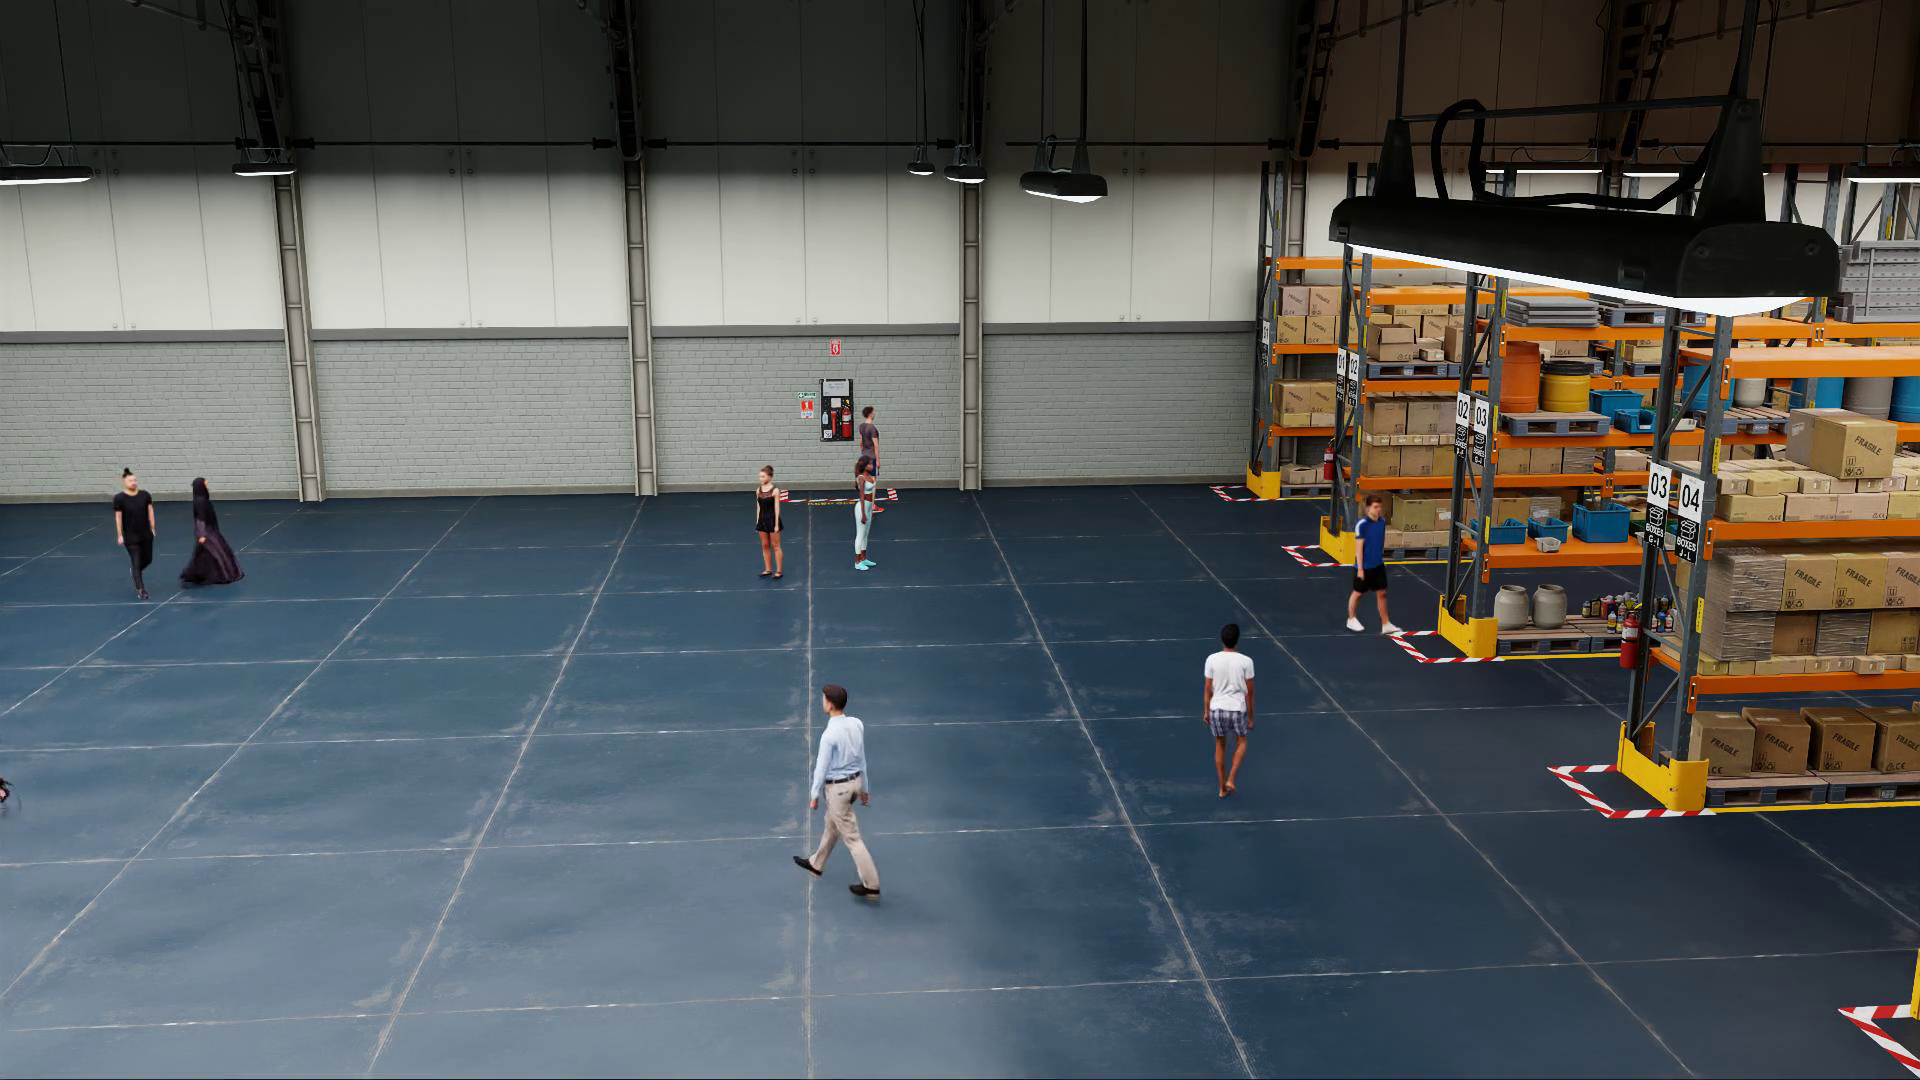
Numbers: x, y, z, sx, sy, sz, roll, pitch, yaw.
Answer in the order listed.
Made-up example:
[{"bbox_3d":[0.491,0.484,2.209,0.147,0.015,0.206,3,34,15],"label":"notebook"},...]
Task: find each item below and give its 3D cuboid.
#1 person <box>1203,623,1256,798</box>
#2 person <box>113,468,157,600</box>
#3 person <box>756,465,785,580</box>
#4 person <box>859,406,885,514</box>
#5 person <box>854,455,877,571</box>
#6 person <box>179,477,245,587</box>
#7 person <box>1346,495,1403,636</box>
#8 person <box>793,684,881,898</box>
[{"bbox_3d":[2.573,1.675,16.005,0.717,1.722,0.830,4,14,18],"label":"person"},{"bbox_3d":[-11.643,-0.111,23.442,1.056,1.847,1.087,-12,18,-43],"label":"person"},{"bbox_3d":[-2.801,-0.267,24.489,0.670,1.679,0.749,8,15,31],"label":"person"},{"bbox_3d":[-1.586,-1.415,29.058,0.739,1.854,0.727,-10,16,-37],"label":"person"},{"bbox_3d":[-1.435,-0.430,25.087,0.640,1.725,0.639,4,14,16],"label":"person"},{"bbox_3d":[-10.949,-0.107,23.974,1.158,1.600,0.816,-5,14,-19],"label":"person"},{"bbox_3d":[5.266,0.308,21.664,1.135,1.833,1.004,-6,15,-26],"label":"person"},{"bbox_3d":[-0.925,2.140,13.844,1.280,1.791,1.131,8,15,32],"label":"person"}]
